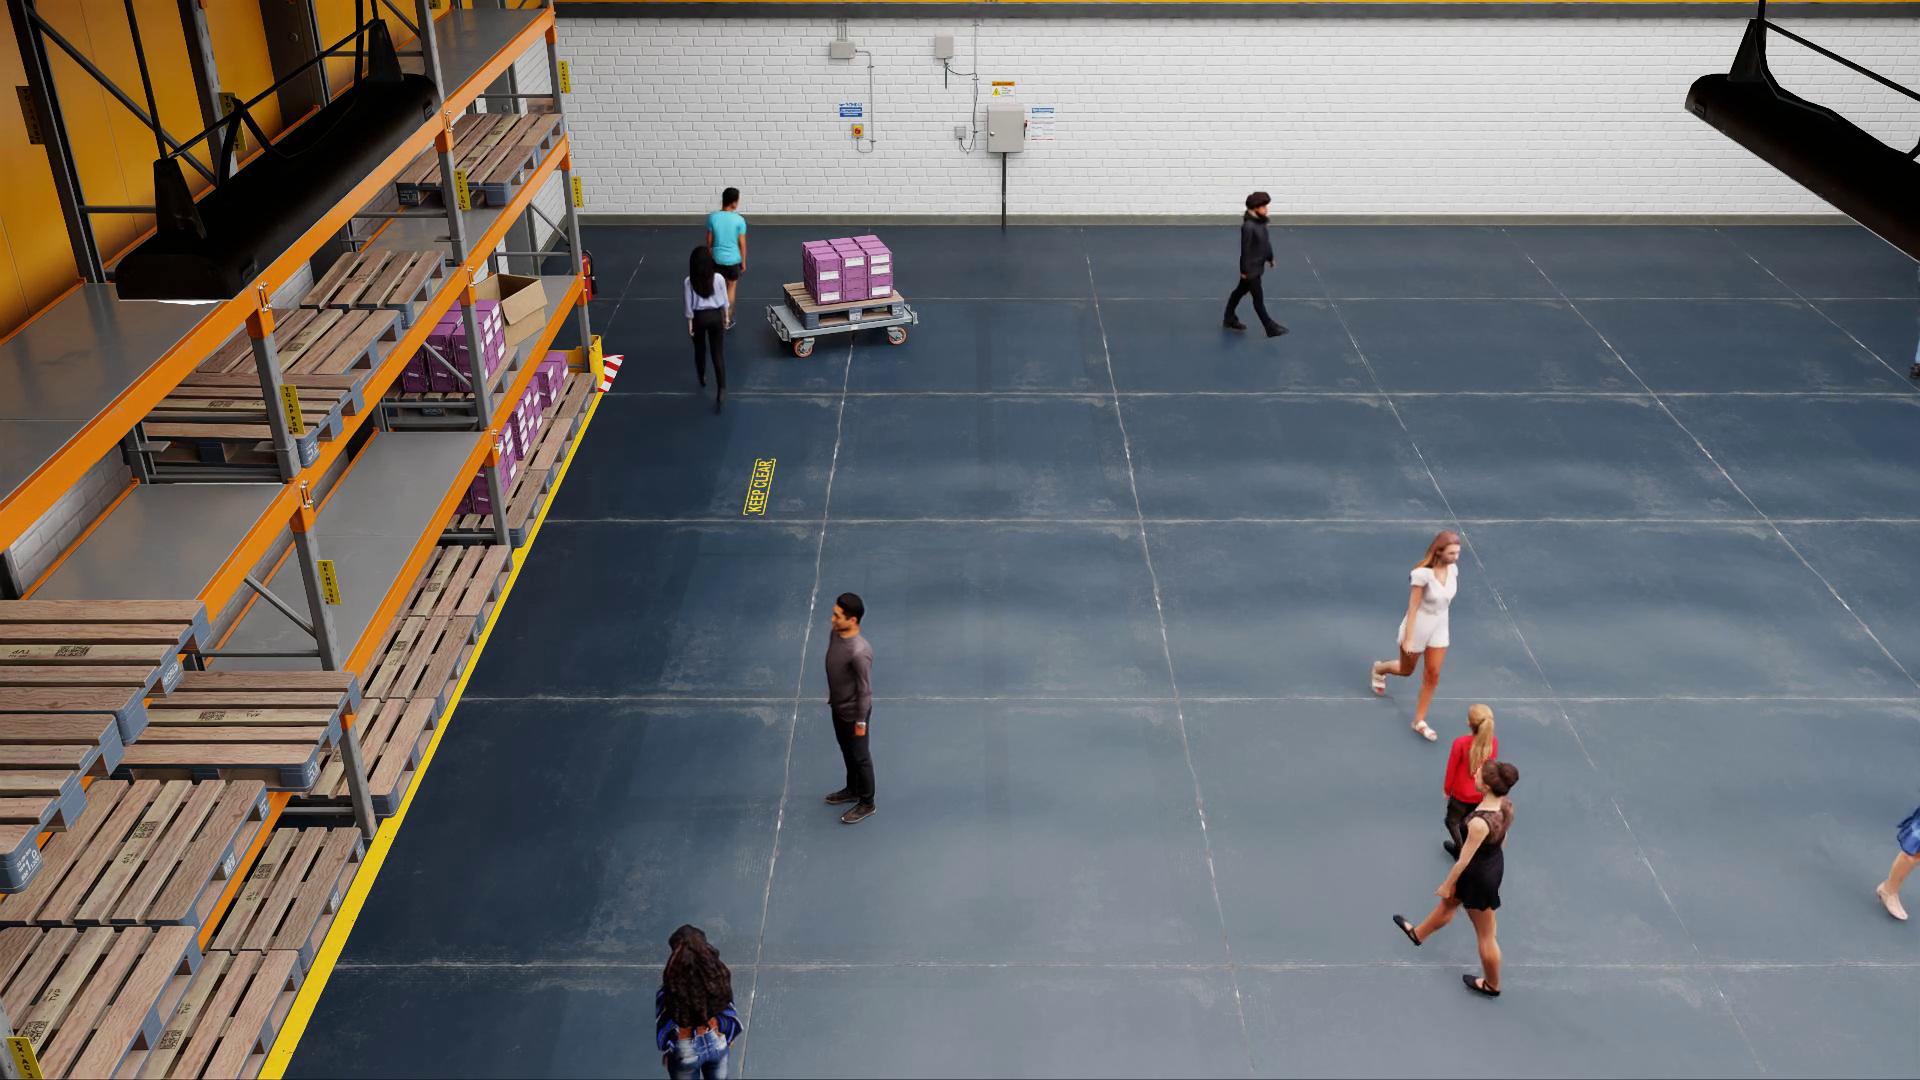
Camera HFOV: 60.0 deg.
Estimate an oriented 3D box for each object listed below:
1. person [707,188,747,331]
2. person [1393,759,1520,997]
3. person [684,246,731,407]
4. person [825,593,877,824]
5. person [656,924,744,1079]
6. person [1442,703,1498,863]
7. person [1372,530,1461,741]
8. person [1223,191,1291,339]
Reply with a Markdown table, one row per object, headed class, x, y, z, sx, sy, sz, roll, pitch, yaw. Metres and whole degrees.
| class | x | y | z | sx | sy | sz | roll | pitch | yaw |
| --- | --- | --- | --- | --- | --- | --- | --- | --- | --- |
| person | -2.750 | -3.238 | 19.555 | 0.707 | 1.743 | 0.941 | 1 | 29 | 3 |
| person | 3.184 | 2.058 | 9.948 | 1.031 | 1.643 | 1.015 | 22 | 35 | 34 |
| person | -2.680 | -2.250 | 17.789 | 0.909 | 1.697 | 1.240 | -9 | 30 | -15 |
| person | -0.745 | 1.150 | 11.485 | 0.781 | 1.767 | 0.630 | 8 | 30 | 14 |
| person | -1.387 | 2.691 | 8.811 | 0.694 | 1.622 | 0.703 | -15 | 32 | -25 |
| person | 3.391 | 1.686 | 11.019 | 0.624 | 1.271 | 0.807 | -8 | 30 | -14 |
| person | 3.443 | 0.639 | 12.519 | 0.848 | 1.673 | 1.088 | -10 | 30 | -18 |
| person | 3.362 | -3.240 | 19.572 | 1.018 | 1.730 | 1.119 | 14 | 32 | 24 |
